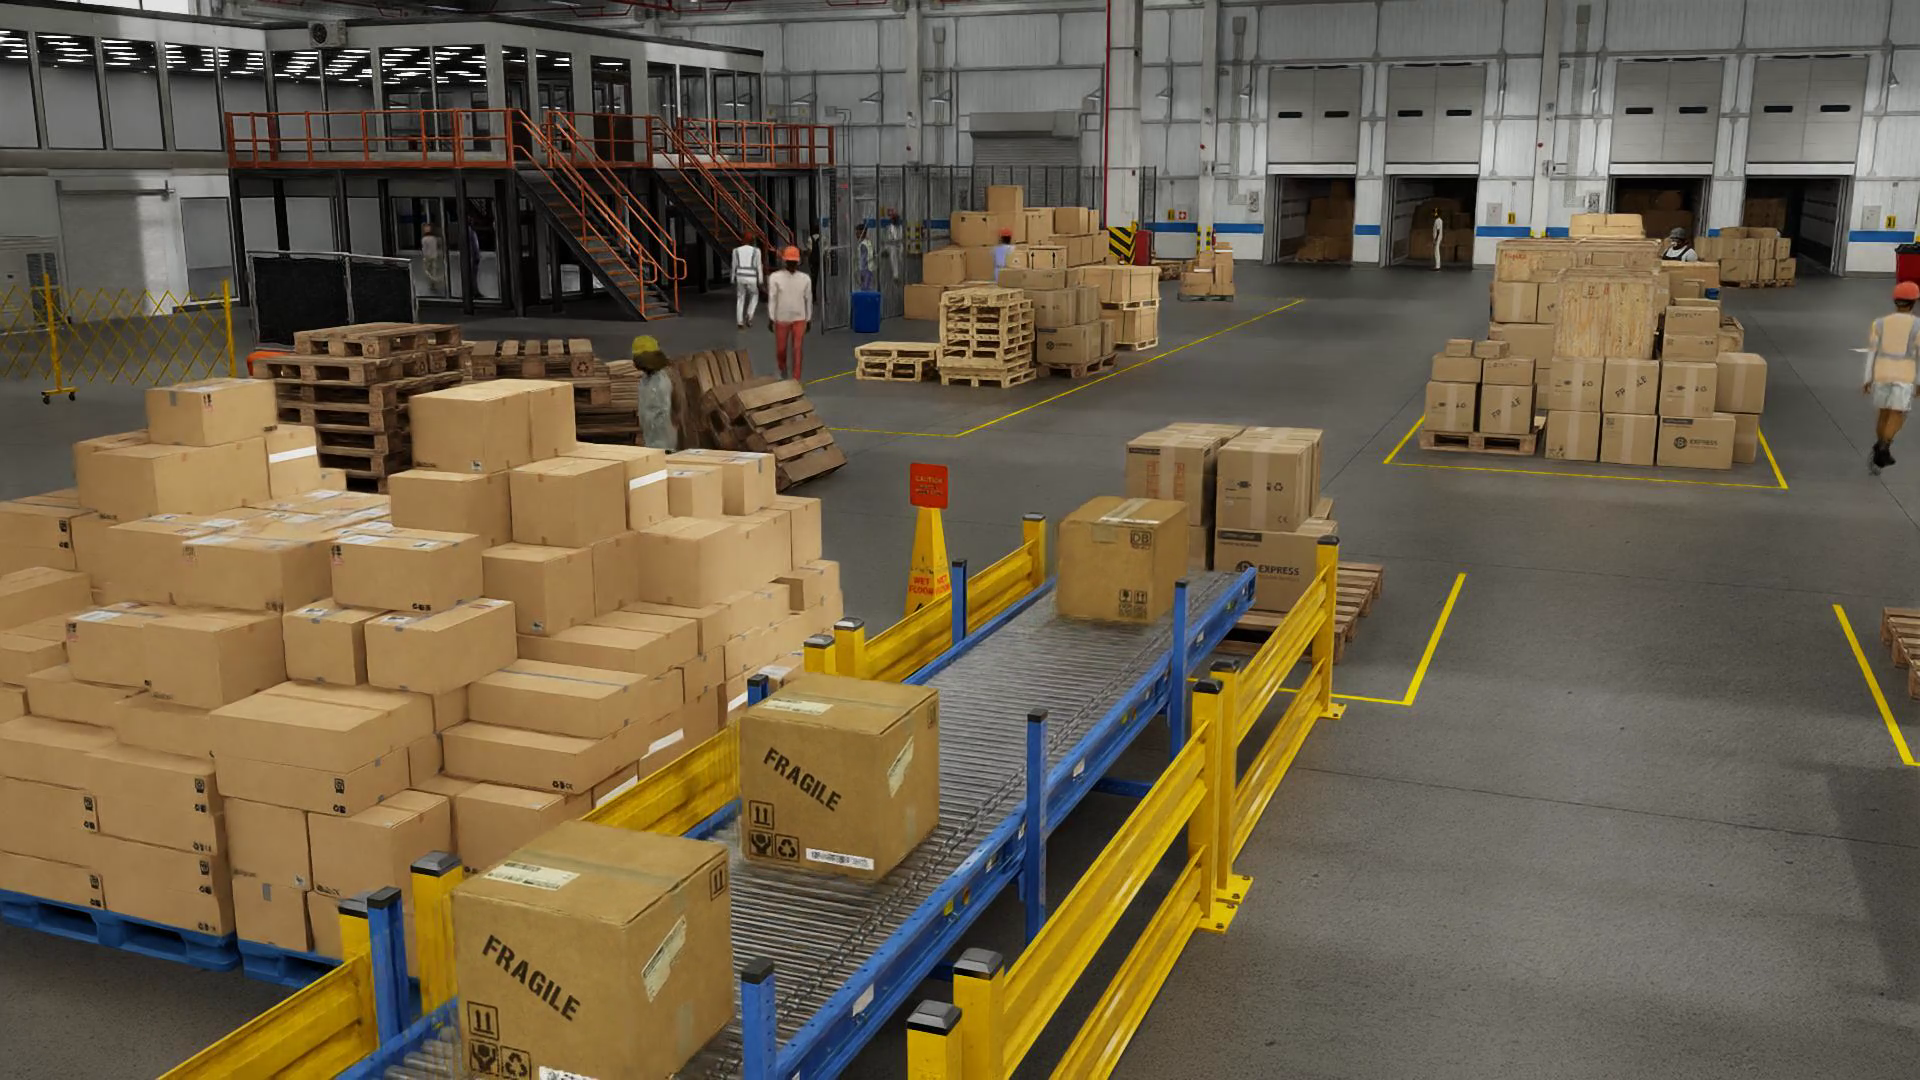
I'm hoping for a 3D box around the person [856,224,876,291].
[{"bbox_3d":[-1.929,-5.472,33.932,0.397,1.911,0.587,1,13,3],"label":"person"}]

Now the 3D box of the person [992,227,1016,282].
[{"bbox_3d":[0.907,-5.013,31.851,0.575,1.911,0.676,10,16,38],"label":"person"}]

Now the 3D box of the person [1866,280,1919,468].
[{"bbox_3d":[9.406,-1.655,16.780,0.542,1.923,0.731,12,17,43],"label":"person"}]

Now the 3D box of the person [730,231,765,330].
[{"bbox_3d":[-4.033,-4.915,31.537,0.713,1.856,0.593,2,13,11],"label":"person"}]

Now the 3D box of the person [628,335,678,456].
[{"bbox_3d":[-2.373,-0.798,13.396,0.611,1.711,0.507,-9,15,-35],"label":"person"}]

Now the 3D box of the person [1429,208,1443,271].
[{"bbox_3d":[14.225,-8.955,49.652,0.327,1.865,0.514,5,14,22],"label":"person"}]

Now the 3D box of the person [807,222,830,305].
[{"bbox_3d":[-3.170,-6.195,37.316,0.521,1.843,0.331,4,13,19],"label":"person"}]

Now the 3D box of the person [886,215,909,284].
[{"bbox_3d":[-1.667,-7.732,44.252,0.594,1.832,0.972,-4,13,-15],"label":"person"}]

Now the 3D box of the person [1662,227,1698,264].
[{"bbox_3d":[12.303,-4.376,28.712,0.536,2.000,0.677,-7,14,-27],"label":"person"}]

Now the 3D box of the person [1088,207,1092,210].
[{"bbox_3d":[3.747,-8.617,47.955,0.402,1.944,0.605,-7,14,-28],"label":"person"}]

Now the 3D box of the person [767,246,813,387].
[{"bbox_3d":[-2.342,-3.077,23.019,0.639,1.976,0.457,-3,13,-13],"label":"person"}]
